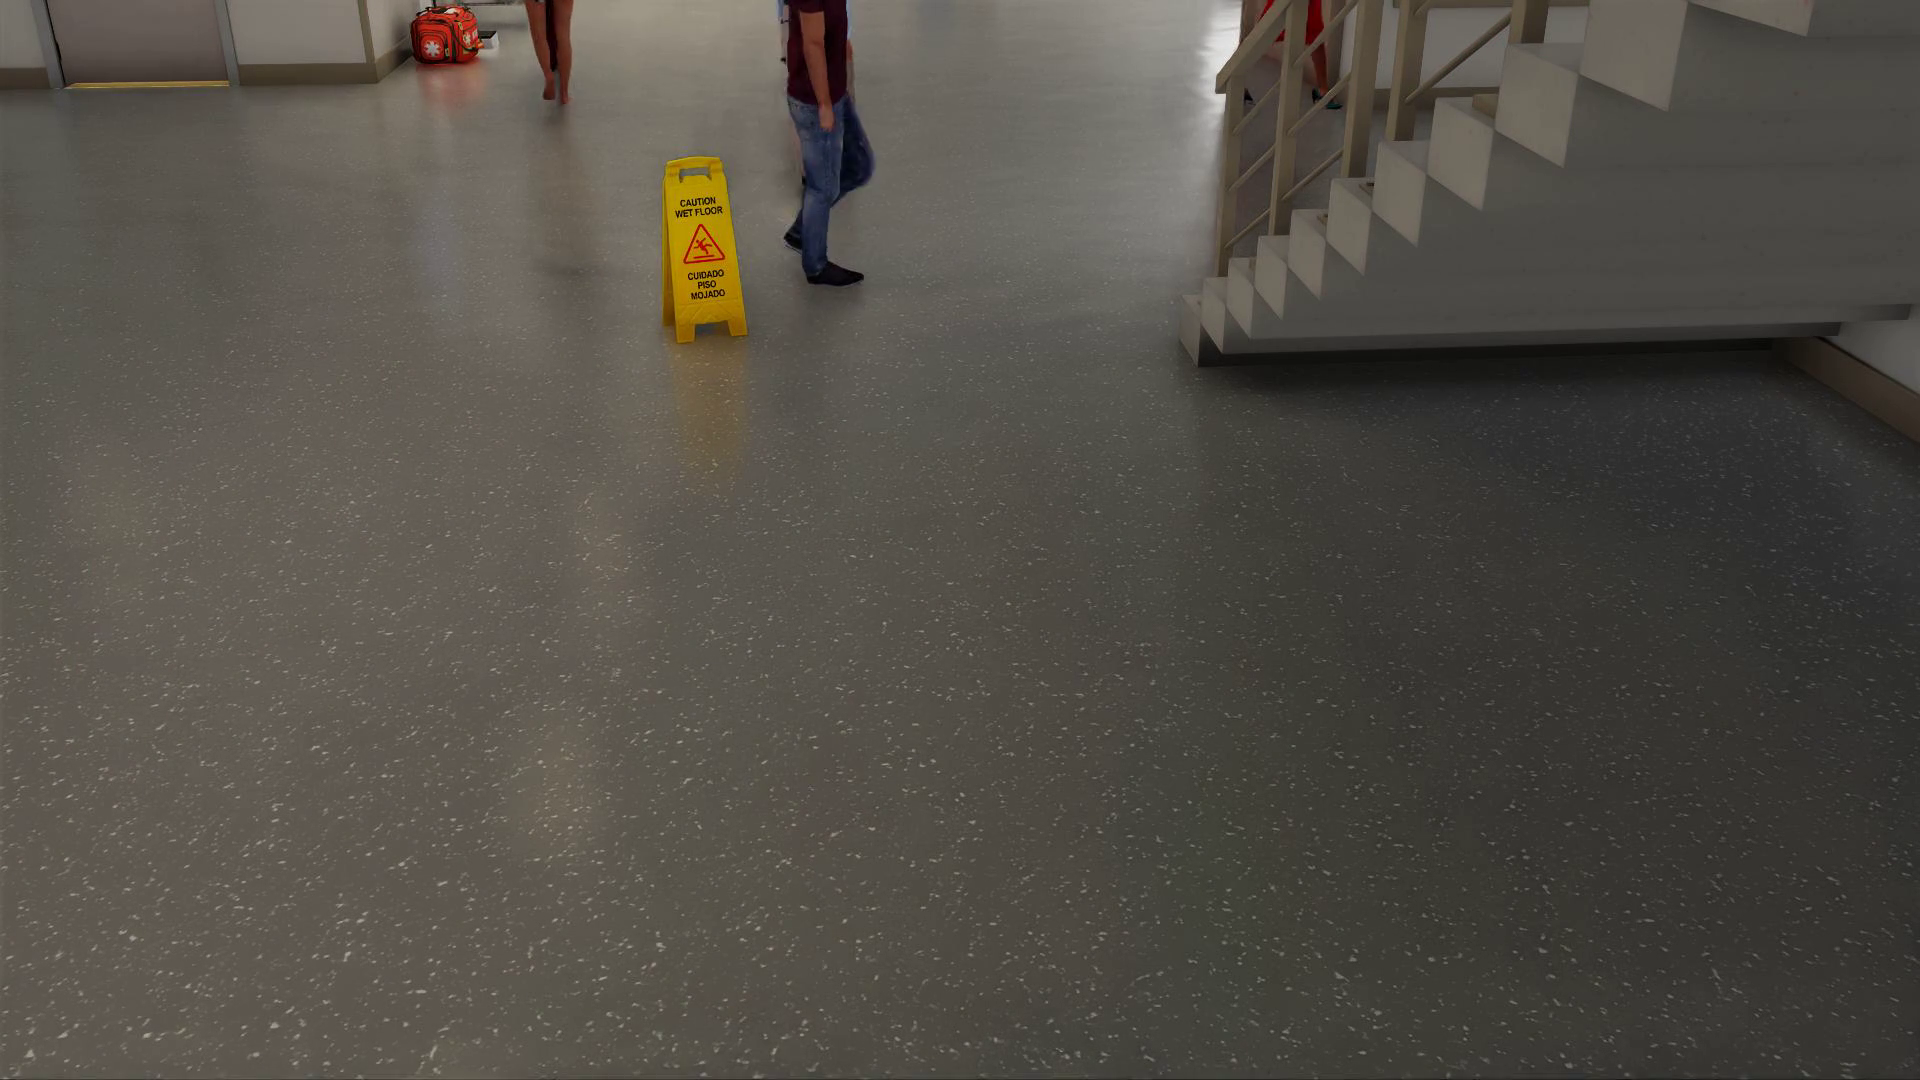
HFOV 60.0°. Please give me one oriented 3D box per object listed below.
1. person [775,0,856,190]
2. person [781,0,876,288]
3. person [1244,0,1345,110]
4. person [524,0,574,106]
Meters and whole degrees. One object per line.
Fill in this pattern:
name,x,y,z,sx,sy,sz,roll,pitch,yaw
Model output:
person,-0.871,-2.924,9.571,0.871,1.818,1.029,7,27,15
person,-0.745,-2.100,7.847,0.766,1.832,0.650,0,26,0
person,2.259,-3.878,11.701,1.152,1.687,1.083,20,32,36
person,-2.915,-3.932,11.734,0.654,1.754,0.857,-6,26,-12
